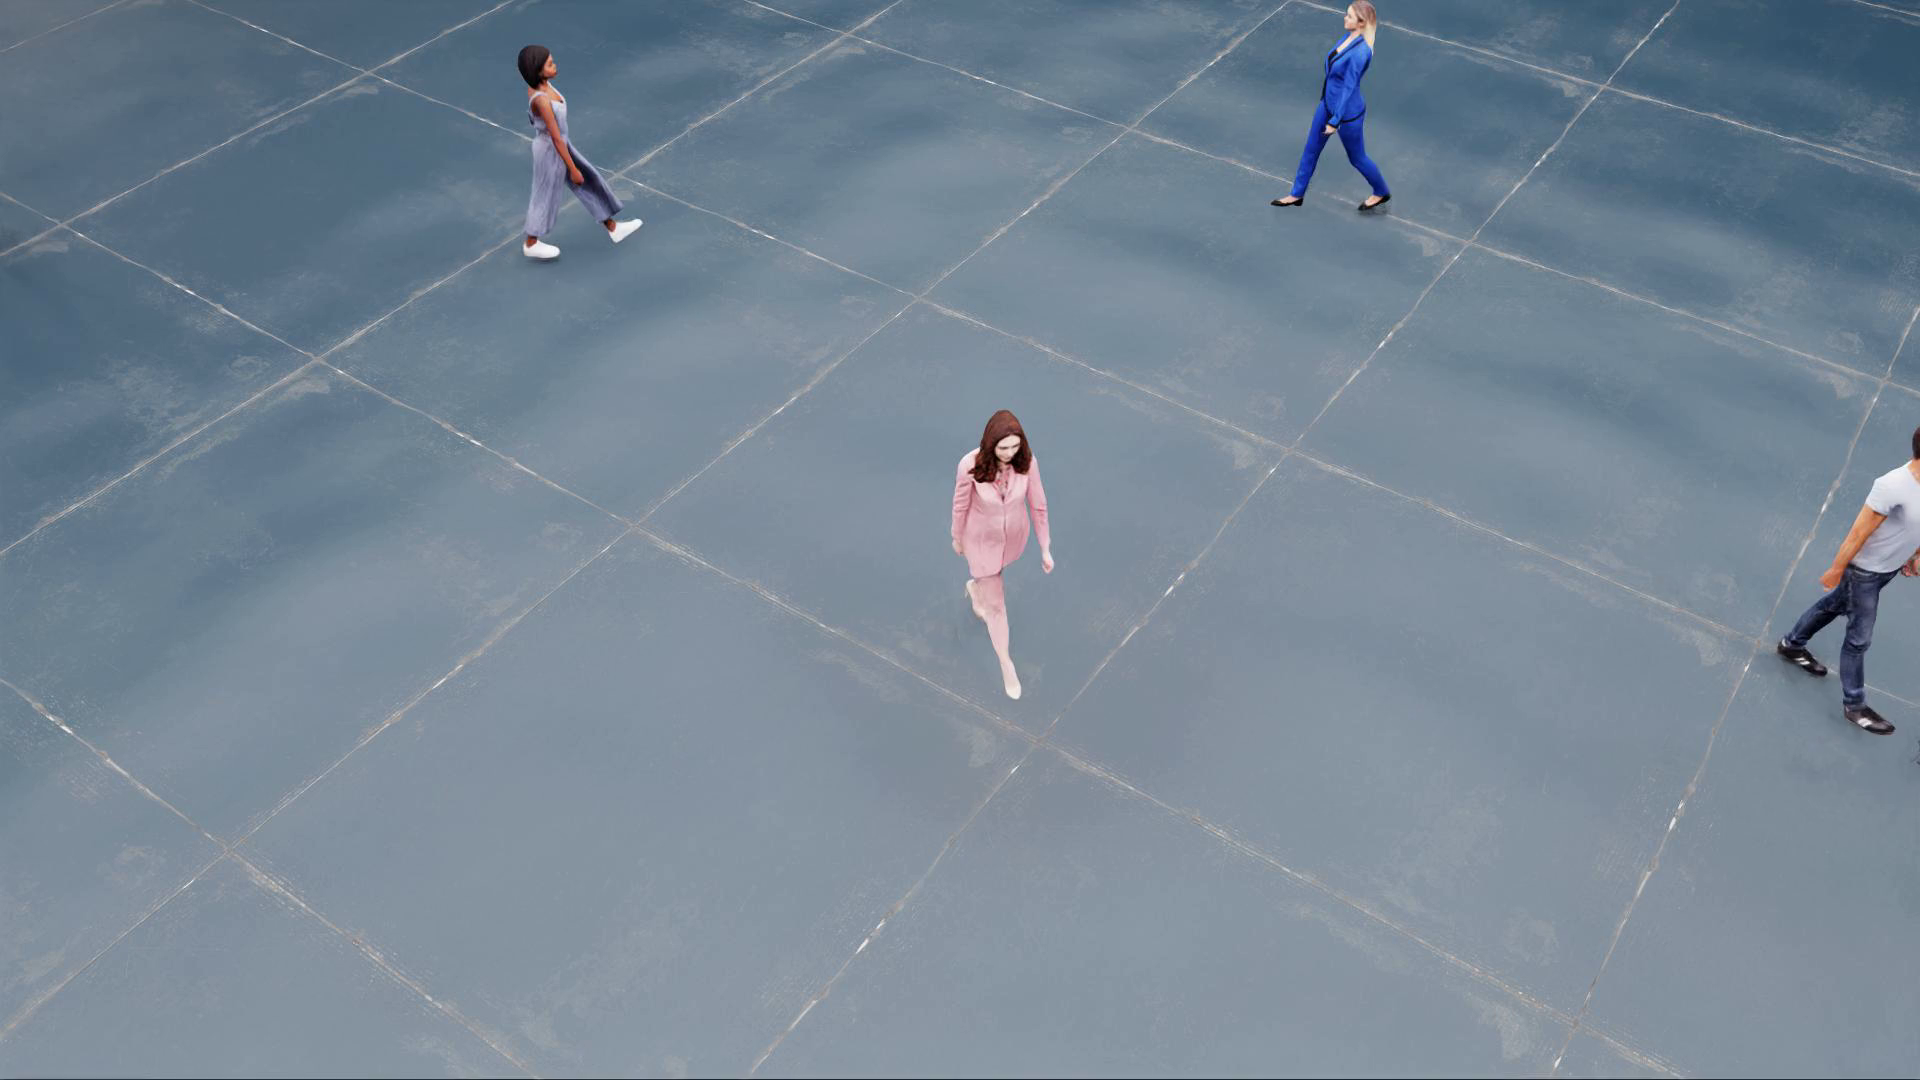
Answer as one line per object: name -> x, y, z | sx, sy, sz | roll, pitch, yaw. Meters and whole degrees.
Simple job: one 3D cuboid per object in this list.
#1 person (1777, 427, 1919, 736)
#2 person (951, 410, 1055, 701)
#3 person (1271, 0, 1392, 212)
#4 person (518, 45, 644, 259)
person -> 4.749, 0.075, 8.789 | 0.901, 1.840, 1.125 | -25, 48, -24
person -> 0.172, -0.062, 9.008 | 1.078, 1.740, 1.211 | -12, 44, -13
person -> 2.948, -3.176, 12.394 | 1.174, 1.670, 1.085 | -5, 43, -5
person -> -2.997, -2.727, 11.931 | 1.157, 1.648, 1.081 | -6, 43, -6
